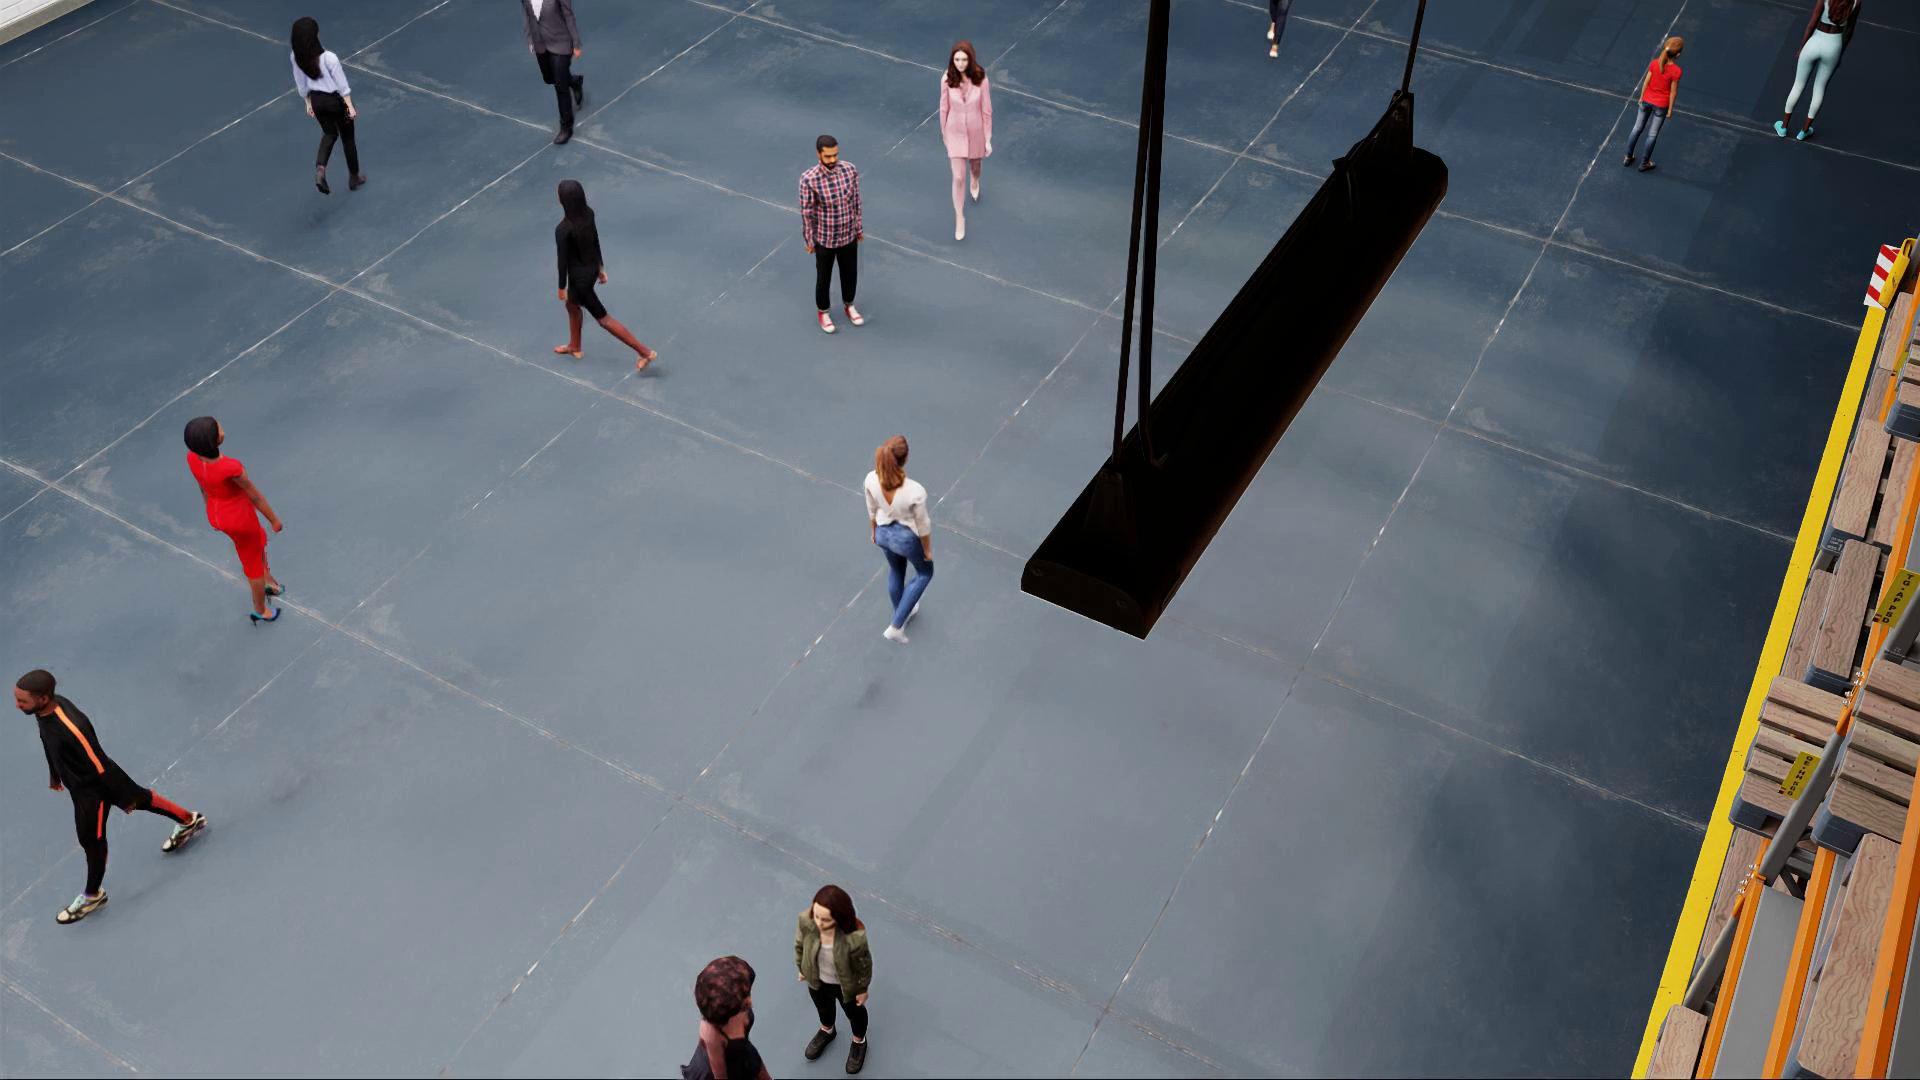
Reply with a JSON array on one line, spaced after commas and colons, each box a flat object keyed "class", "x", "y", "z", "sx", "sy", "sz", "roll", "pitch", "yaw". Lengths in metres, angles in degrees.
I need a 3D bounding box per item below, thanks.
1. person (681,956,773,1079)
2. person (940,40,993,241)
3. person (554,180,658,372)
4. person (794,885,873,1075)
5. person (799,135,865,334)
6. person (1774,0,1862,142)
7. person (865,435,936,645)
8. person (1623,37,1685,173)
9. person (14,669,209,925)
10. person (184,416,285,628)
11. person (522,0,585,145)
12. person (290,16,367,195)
[{"class": "person", "x": -1.254, "y": 2.597, "z": 8.244, "sx": 0.822, "sy": 1.730, "sz": 1.118, "roll": 10, "pitch": 45, "yaw": 11}, {"class": "person", "x": 0.080, "y": -3.611, "z": 14.738, "sx": 0.976, "sy": 1.762, "sz": 1.211, "roll": 1, "pitch": 44, "yaw": 1}, {"class": "person", "x": -2.890, "y": -2.043, "z": 13.149, "sx": 0.895, "sy": 1.683, "sz": 1.191, "roll": 10, "pitch": 45, "yaw": 11}, {"class": "person", "x": -0.655, "y": 2.290, "z": 8.751, "sx": 0.605, "sy": 1.475, "sz": 0.548, "roll": 15, "pitch": 46, "yaw": 16}, {"class": "person", "x": -1.029, "y": -2.526, "z": 13.600, "sx": 0.726, "sy": 1.759, "sz": 0.836, "roll": -20, "pitch": 47, "yaw": -20}, {"class": "person", "x": 8.214, "y": -4.650, "z": 15.854, "sx": 0.583, "sy": 1.726, "sz": 0.559, "roll": 16, "pitch": 46, "yaw": 17}, {"class": "person", "x": -0.422, "y": 0.049, "z": 10.931, "sx": 0.613, "sy": 1.713, "sz": 0.762, "roll": 21, "pitch": 48, "yaw": 21}, {"class": "person", "x": 6.505, "y": -4.090, "z": 15.568, "sx": 0.547, "sy": 1.309, "sz": 0.542, "roll": -33, "pitch": 53, "yaw": -30}, {"class": "person", "x": -4.886, "y": 1.338, "z": 9.546, "sx": 0.841, "sy": 1.757, "sz": 1.265, "roll": 32, "pitch": 52, "yaw": 29}, {"class": "person", "x": -4.854, "y": -0.065, "z": 11.038, "sx": 0.627, "sy": 1.730, "sz": 0.677, "roll": 16, "pitch": 46, "yaw": 16}, {"class": "person", "x": -3.868, "y": -4.788, "z": 15.939, "sx": 0.866, "sy": 1.810, "sz": 1.156, "roll": 13, "pitch": 45, "yaw": 14}, {"class": "person", "x": -5.737, "y": -3.865, "z": 15.028, "sx": 0.791, "sy": 1.730, "sz": 0.949, "roll": 10, "pitch": 45, "yaw": 10}]
